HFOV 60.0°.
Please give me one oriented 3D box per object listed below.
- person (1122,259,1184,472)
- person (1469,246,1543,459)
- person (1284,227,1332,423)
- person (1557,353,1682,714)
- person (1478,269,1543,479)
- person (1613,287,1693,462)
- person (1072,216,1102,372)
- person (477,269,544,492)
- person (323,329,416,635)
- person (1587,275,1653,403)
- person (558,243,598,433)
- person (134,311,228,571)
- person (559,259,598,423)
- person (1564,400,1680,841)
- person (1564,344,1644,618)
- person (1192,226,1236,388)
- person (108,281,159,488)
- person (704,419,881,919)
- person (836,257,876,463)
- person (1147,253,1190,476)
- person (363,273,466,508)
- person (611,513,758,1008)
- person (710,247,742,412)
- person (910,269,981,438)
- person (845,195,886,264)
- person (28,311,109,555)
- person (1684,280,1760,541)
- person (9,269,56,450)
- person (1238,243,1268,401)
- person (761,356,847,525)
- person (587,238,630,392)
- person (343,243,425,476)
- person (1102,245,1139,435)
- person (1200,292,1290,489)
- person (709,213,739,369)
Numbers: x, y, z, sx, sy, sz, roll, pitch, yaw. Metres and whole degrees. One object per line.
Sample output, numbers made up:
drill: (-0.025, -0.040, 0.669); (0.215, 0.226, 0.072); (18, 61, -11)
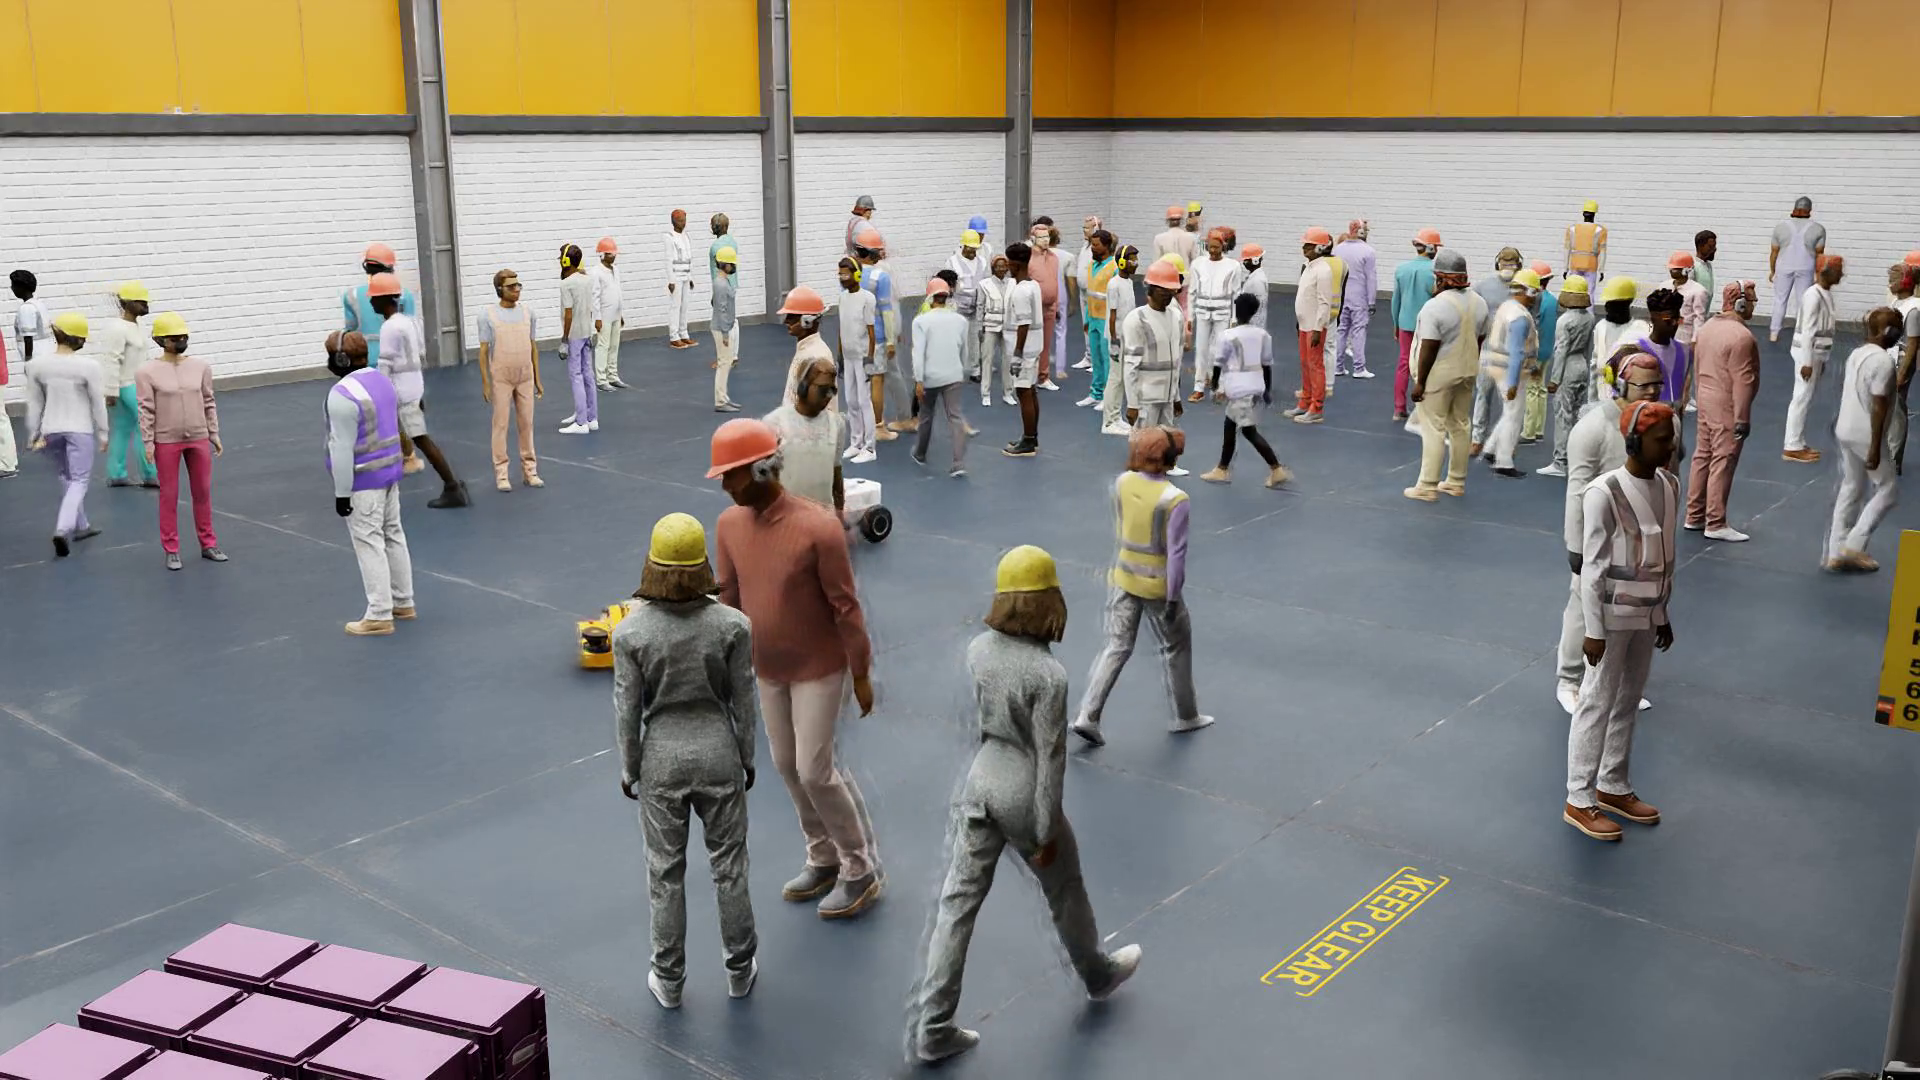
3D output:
person: (1.481, -1.081, 12.494); (0.388, 2.039, 0.615); (14, 19, 43)
person: (4.958, -1.714, 15.235); (0.636, 1.935, 0.362); (6, 15, 22)
person: (3.605, -2.204, 17.069); (0.375, 1.997, 0.611); (-2, 14, -6)
person: (3.407, -0.020, 8.558); (0.649, 1.900, 0.398); (-4, 15, -16)
person: (4.827, -1.448, 14.445); (0.455, 1.799, 0.598); (1, 14, 5)
person: (4.627, -0.712, 11.170); (0.608, 1.966, 0.371); (-6, 15, -22)
person: (1.634, -3.036, 20.578); (0.403, 1.906, 0.651); (-6, 15, -23)
person: (-3.739, -1.330, 13.881); (0.513, 1.846, 0.334); (-10, 17, -35)
person: (-3.588, -0.352, 10.032); (0.431, 1.831, 0.644); (2, 14, 7)
person: (5.167, -1.102, 12.869); (0.788, 1.901, 0.599); (-5, 15, -18)
person: (-3.810, -1.988, 16.466); (0.325, 1.871, 0.521); (4, 15, 16)
person: (-5.364, -0.687, 11.466); (0.296, 1.772, 0.533); (13, 19, 42)
person: (-3.880, -2.013, 16.816); (0.286, 1.746, 0.489); (-9, 16, -31)
person: (2.864, 0.339, 7.139); (0.575, 1.884, 0.355); (-10, 17, -35)
person: (3.706, -0.194, 9.407); (0.557, 1.813, 0.983); (2, 14, 9)
person: (2.991, -2.675, 19.208); (0.423, 1.867, 0.600); (0, 14, 1)
person: (-6.886, -1.287, 13.936); (0.690, 1.733, 0.534); (-2, 14, -9)
person: (-0.664, 0.490, 6.409); (0.656, 1.944, 0.543); (10, 17, 34)
person: (-0.956, -1.629, 15.070); (0.348, 1.857, 0.521); (-12, 18, -40)
person: (1.801, -1.527, 14.507); (0.364, 1.928, 0.586); (-3, 14, -10)
person: (-4.437, -1.159, 13.140); (0.992, 1.887, 0.548); (-3, 14, -11)
person: (-0.937, 0.760, 5.738); (0.483, 1.745, 0.299); (-3, 14, -13)
person: (-2.482, -2.229, 17.669); (0.339, 1.756, 0.532); (-1, 14, -6)
person: (-0.191, -1.801, 16.139); (0.838, 1.645, 0.547); (10, 17, 35)
person: (-1.330, -3.922, 23.847); (0.538, 2.000, 0.682); (-8, 16, -28)
person: (-6.409, -0.775, 11.922); (0.546, 1.718, 0.817); (0, 14, -1)
person: (5.653, -0.954, 12.258); (0.409, 1.907, 0.651); (-1, 14, -3)
person: (-8.720, -1.707, 15.721); (0.319, 1.686, 0.539); (-4, 15, -15)
person: (3.213, -2.404, 18.375); (0.336, 1.745, 0.569); (0, 14, 0)
person: (-0.890, -0.103, 9.033); (0.556, 1.823, 0.611); (-7, 16, -26)
person: (-4.022, -2.589, 19.106); (0.337, 1.747, 0.576); (5, 15, 19)
person: (-4.944, -1.526, 14.303); (0.620, 2.043, 0.443); (-1, 14, -3)
person: (1.595, -1.964, 16.412); (0.326, 1.858, 0.507); (7, 16, 27)
person: (2.425, -1.239, 13.928); (0.780, 1.644, 0.509); (13, 19, 42)
person: (-2.963, -3.108, 20.800); (0.372, 1.940, 0.631); (2, 14, 9)
